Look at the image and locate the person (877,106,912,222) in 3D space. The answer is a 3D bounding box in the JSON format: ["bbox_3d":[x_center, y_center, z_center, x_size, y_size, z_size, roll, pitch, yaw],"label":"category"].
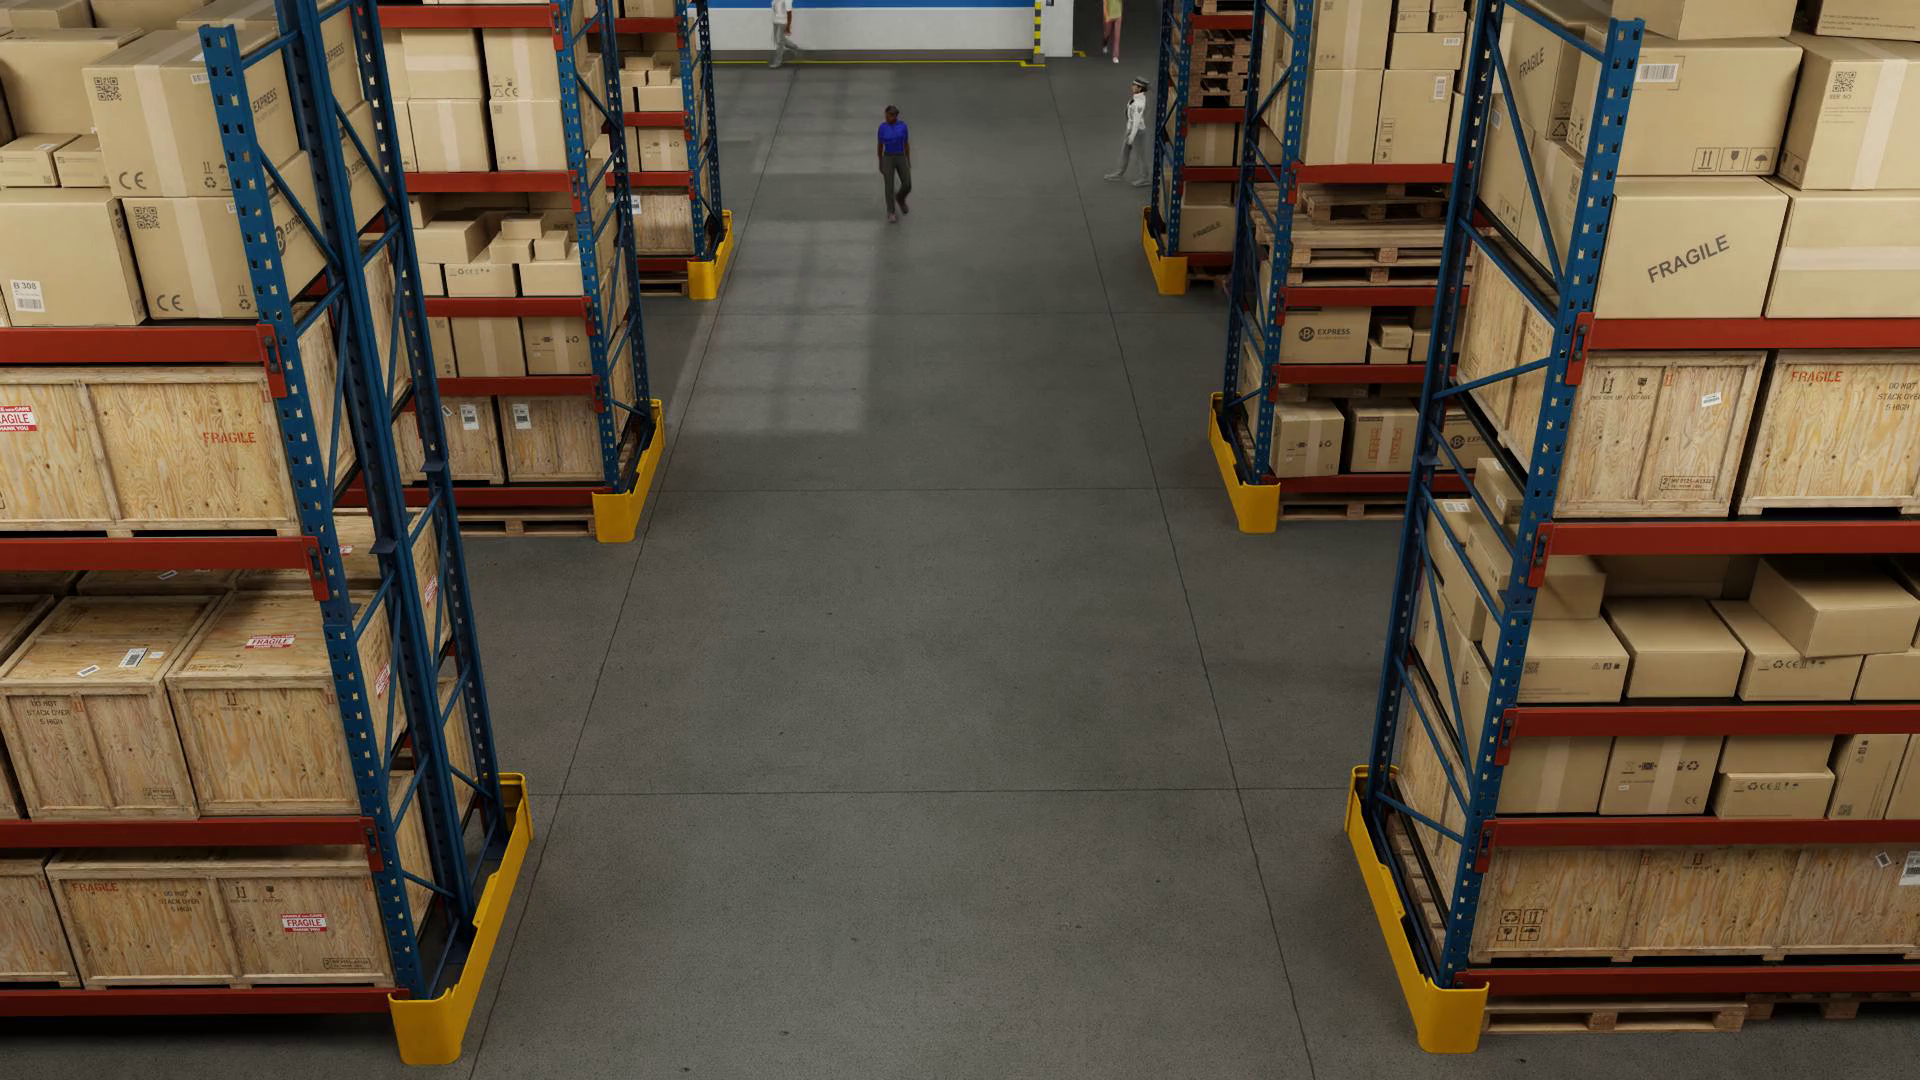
[{"bbox_3d":[-0.957,-5.494,24.217,0.476,1.660,0.458,-3,28,-6],"label":"person"}]

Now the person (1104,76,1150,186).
[{"bbox_3d":[2.622,-6.345,25.788,0.711,1.683,0.508,1,28,1],"label":"person"}]

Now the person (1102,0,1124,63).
[{"bbox_3d":[3.092,-10.588,33.706,0.439,1.661,0.814,-1,28,-2],"label":"person"}]

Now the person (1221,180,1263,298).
[{"bbox_3d":[3.627,-3.739,20.956,0.562,1.644,0.448,0,28,0],"label":"person"}]

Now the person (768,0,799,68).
[{"bbox_3d":[-3.501,-10.327,33.131,0.796,1.746,0.622,-20,34,-33],"label":"person"}]
